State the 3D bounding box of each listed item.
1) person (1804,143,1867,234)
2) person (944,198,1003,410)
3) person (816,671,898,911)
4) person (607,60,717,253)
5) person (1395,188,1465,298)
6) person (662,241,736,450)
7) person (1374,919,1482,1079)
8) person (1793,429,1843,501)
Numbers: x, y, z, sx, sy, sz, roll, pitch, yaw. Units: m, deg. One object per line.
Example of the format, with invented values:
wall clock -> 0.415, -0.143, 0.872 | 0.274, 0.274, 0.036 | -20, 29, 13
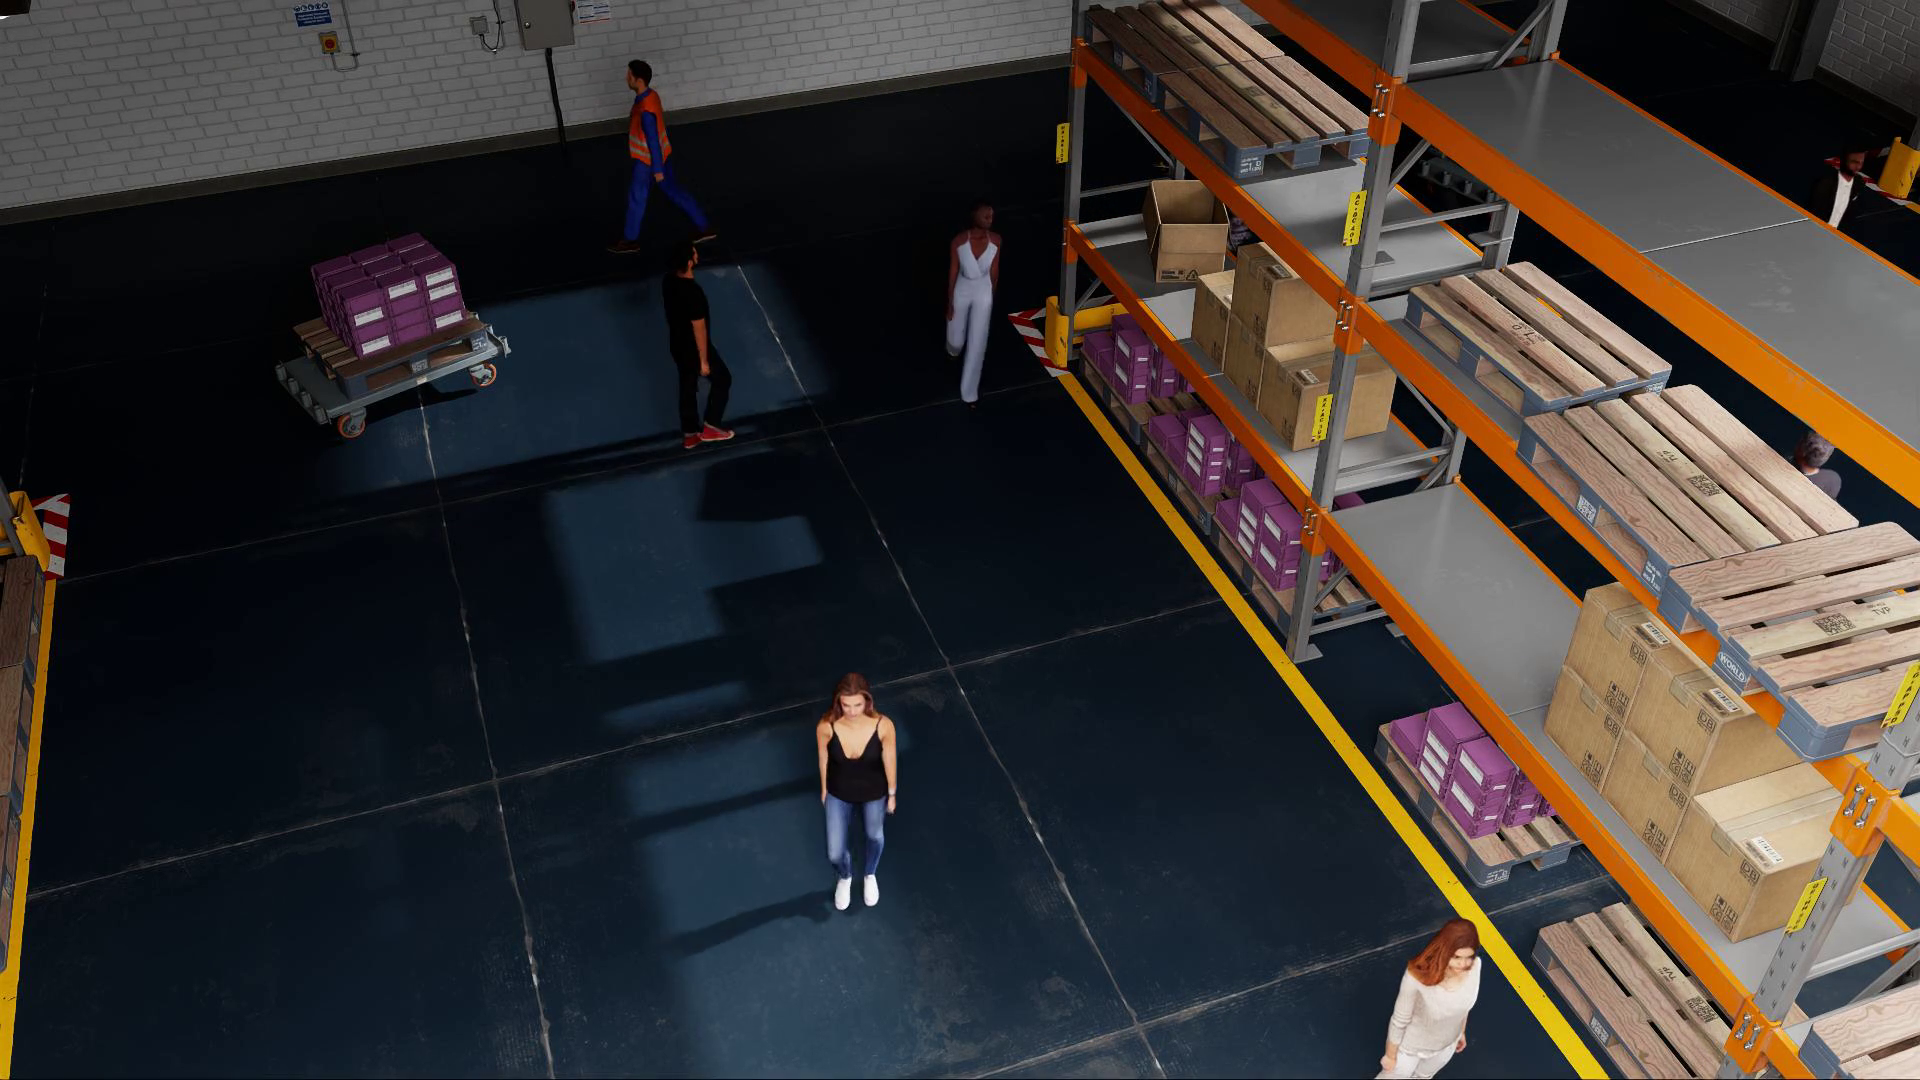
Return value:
person -> 7.093, -2.509, 13.925 | 0.814, 1.765, 1.131 | -5, 39, -7
person -> 0.069, -1.933, 13.217 | 0.724, 1.750, 0.994 | -5, 39, -6
person -> -0.568, 1.320, 9.172 | 0.653, 1.713, 0.677 | -2, 39, -2
person -> -2.684, -3.431, 15.040 | 0.999, 1.814, 1.264 | -3, 39, -4
person -> 3.834, -2.049, 13.480 | 0.651, 1.602, 0.809 | -18, 42, -21
person -> -2.085, -1.415, 12.570 | 0.824, 1.746, 0.701 | -29, 47, -32
person -> 2.199, 2.342, 7.895 | 0.597, 1.709, 0.521 | -12, 40, -15
person -> 5.273, 0.152, 10.575 | 0.743, 1.788, 1.219 | -15, 41, -18
